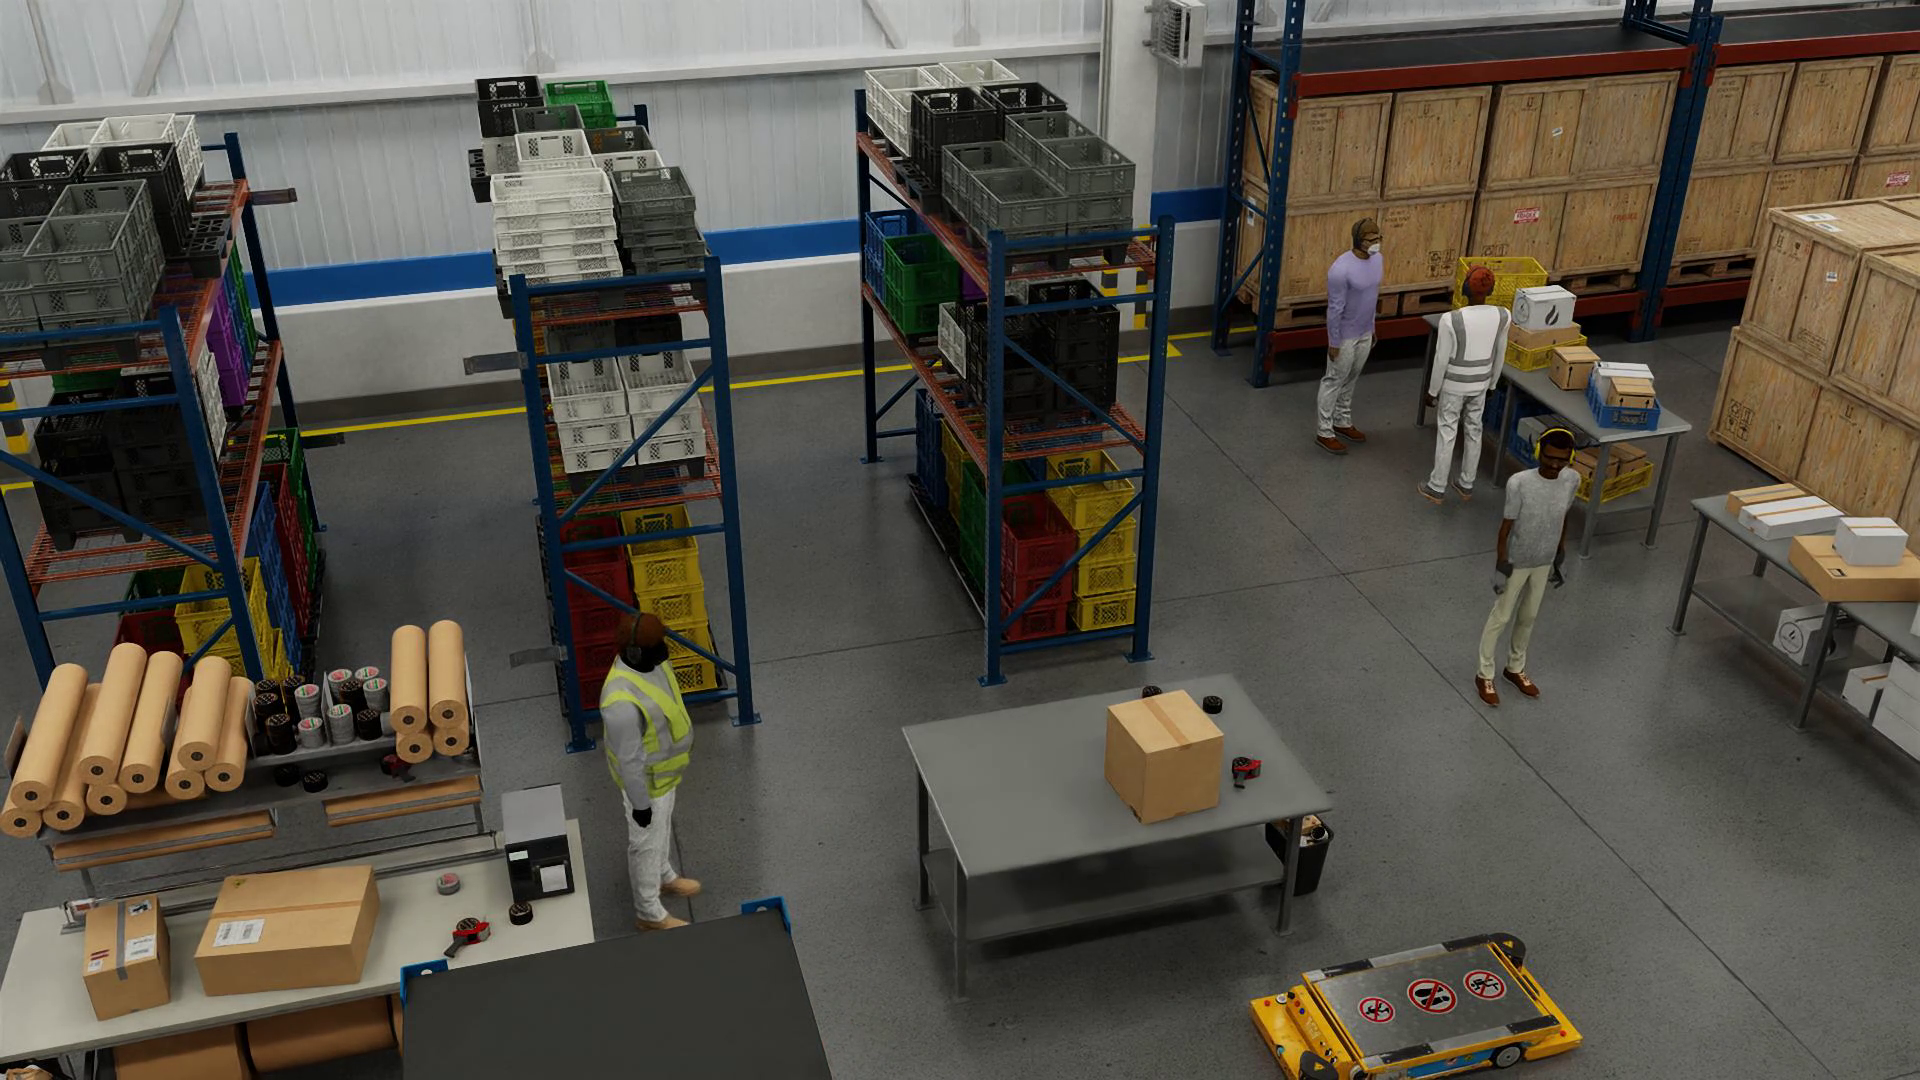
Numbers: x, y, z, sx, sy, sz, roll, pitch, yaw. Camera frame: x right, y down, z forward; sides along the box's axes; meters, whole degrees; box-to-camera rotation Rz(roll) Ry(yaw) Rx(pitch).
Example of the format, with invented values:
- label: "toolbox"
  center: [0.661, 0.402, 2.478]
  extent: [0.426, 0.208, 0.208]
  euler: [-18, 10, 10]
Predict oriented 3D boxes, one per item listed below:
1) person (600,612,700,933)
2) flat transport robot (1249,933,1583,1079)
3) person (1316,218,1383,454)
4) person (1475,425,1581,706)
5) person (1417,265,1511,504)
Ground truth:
- label: "person"
  center: [-1.548, 1.163, 8.398]
  extent: [0.429, 1.841, 0.634]
  euler: [1, 29, 2]
- label: "flat transport robot"
  center: [2.184, 2.282, 7.980]
  extent: [1.431, 0.197, 0.652]
  euler: [-8, 30, -14]
- label: "person"
  center: [3.167, -1.663, 13.441]
  extent: [0.628, 1.940, 0.373]
  euler: [-26, 38, -38]
- label: "person"
  center: [3.515, 0.151, 10.219]
  extent: [0.521, 1.864, 0.335]
  euler: [-8, 30, -14]
- label: "person"
  center: [3.812, -1.168, 12.597]
  extent: [0.576, 1.882, 0.354]
  euler: [-7, 30, -12]
